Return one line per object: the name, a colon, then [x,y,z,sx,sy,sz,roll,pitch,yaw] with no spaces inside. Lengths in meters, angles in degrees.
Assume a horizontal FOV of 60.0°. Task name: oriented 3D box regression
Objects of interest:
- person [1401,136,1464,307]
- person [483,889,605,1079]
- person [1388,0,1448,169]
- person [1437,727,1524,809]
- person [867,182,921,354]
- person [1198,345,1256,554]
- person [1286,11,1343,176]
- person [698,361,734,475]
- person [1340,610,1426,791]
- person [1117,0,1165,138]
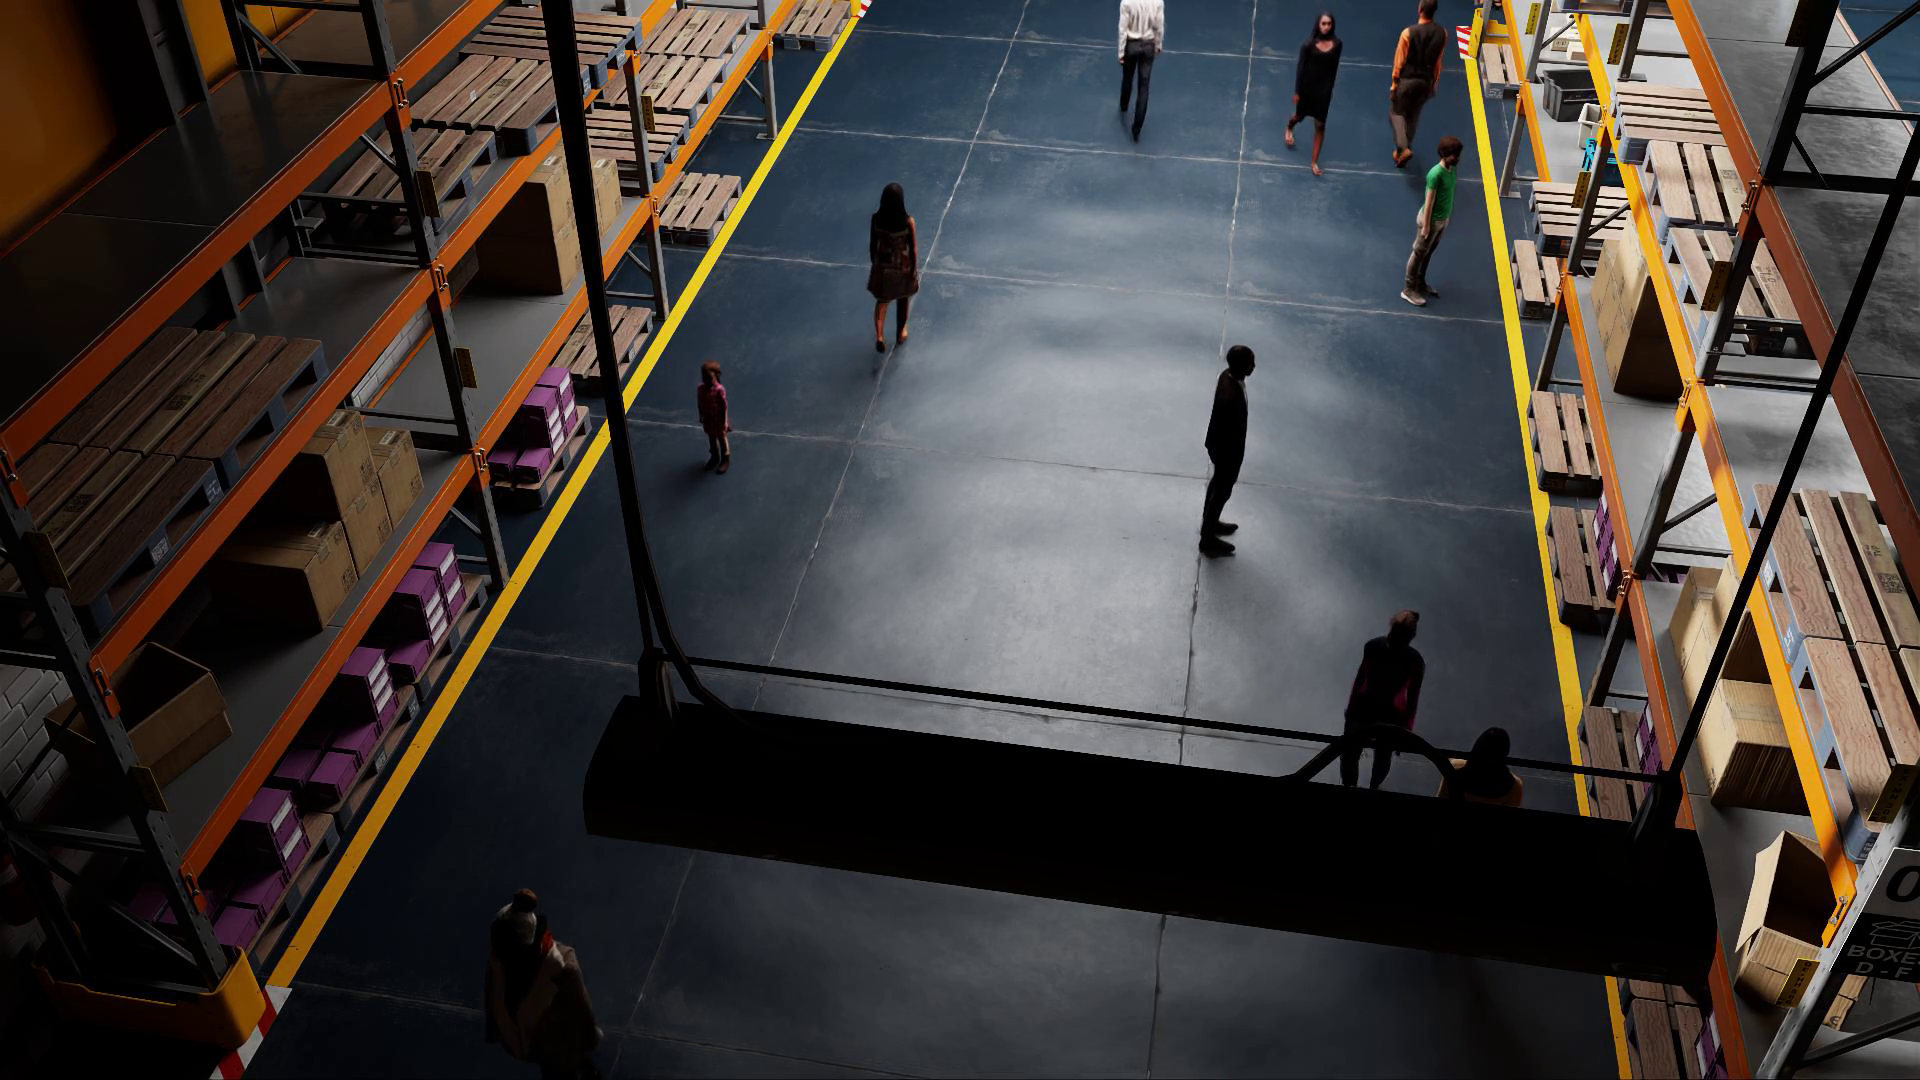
person: [4.456,-3.040,15.685,0.724,1.651,0.633,31,48,33]
person: [-2.091,2.418,8.680,0.940,1.864,1.157,19,42,22]
person: [4.867,-4.810,17.706,0.820,1.895,0.988,-3,39,-3]
person: [2.965,1.721,9.698,0.679,1.682,0.598,14,41,17]
person: [-0.618,-2.404,14.902,0.637,1.634,0.896,7,39,9]
person: [2.014,-0.698,12.633,0.730,1.800,0.532,3,39,4]
person: [3.802,-4.883,17.962,0.878,1.690,1.220,-5,39,-6]
person: [-2.021,-1.038,13.681,0.467,1.024,0.499,15,41,18]
person: [2.678,1.057,10.488,0.730,1.735,0.773,21,43,25]
person: [2.006,-5.379,18.472,0.844,1.827,1.220,-2,39,-2]
